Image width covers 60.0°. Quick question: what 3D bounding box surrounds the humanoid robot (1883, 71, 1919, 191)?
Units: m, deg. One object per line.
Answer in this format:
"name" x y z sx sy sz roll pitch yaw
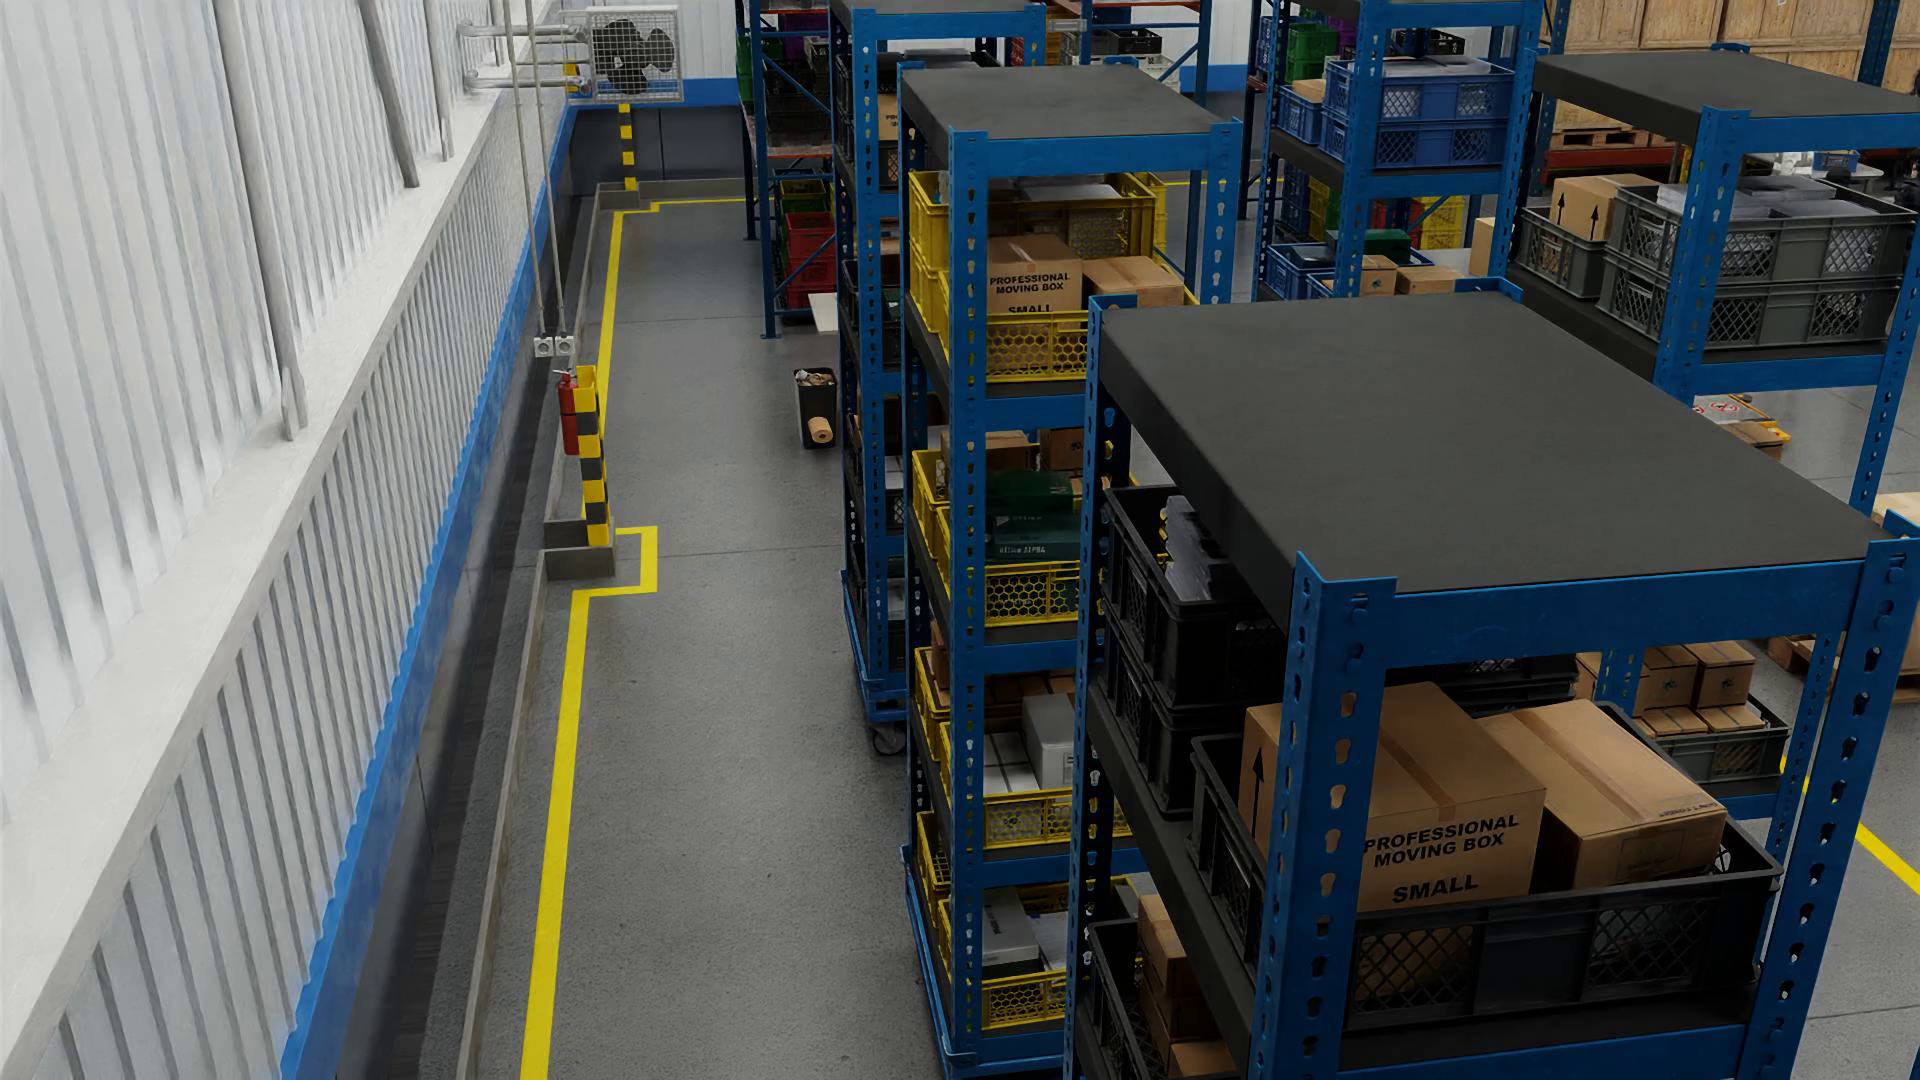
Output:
"humanoid robot" 11.015 -4.805 19.057 0.404 1.647 0.567 -3 25 -6

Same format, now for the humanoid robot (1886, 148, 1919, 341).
"humanoid robot" 7.893 -2.446 13.911 0.585 1.660 0.331 -16 29 -31

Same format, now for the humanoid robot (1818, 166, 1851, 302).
"humanoid robot" 6.830 -2.156 13.306 0.369 1.648 0.599 -9 26 -19

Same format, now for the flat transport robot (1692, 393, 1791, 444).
"flat transport robot" 5.224 -0.859 12.132 1.431 0.197 0.652 -4 25 -8

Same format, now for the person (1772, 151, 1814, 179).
"person" 7.770 -3.313 15.567 0.345 1.882 0.583 16 29 30
